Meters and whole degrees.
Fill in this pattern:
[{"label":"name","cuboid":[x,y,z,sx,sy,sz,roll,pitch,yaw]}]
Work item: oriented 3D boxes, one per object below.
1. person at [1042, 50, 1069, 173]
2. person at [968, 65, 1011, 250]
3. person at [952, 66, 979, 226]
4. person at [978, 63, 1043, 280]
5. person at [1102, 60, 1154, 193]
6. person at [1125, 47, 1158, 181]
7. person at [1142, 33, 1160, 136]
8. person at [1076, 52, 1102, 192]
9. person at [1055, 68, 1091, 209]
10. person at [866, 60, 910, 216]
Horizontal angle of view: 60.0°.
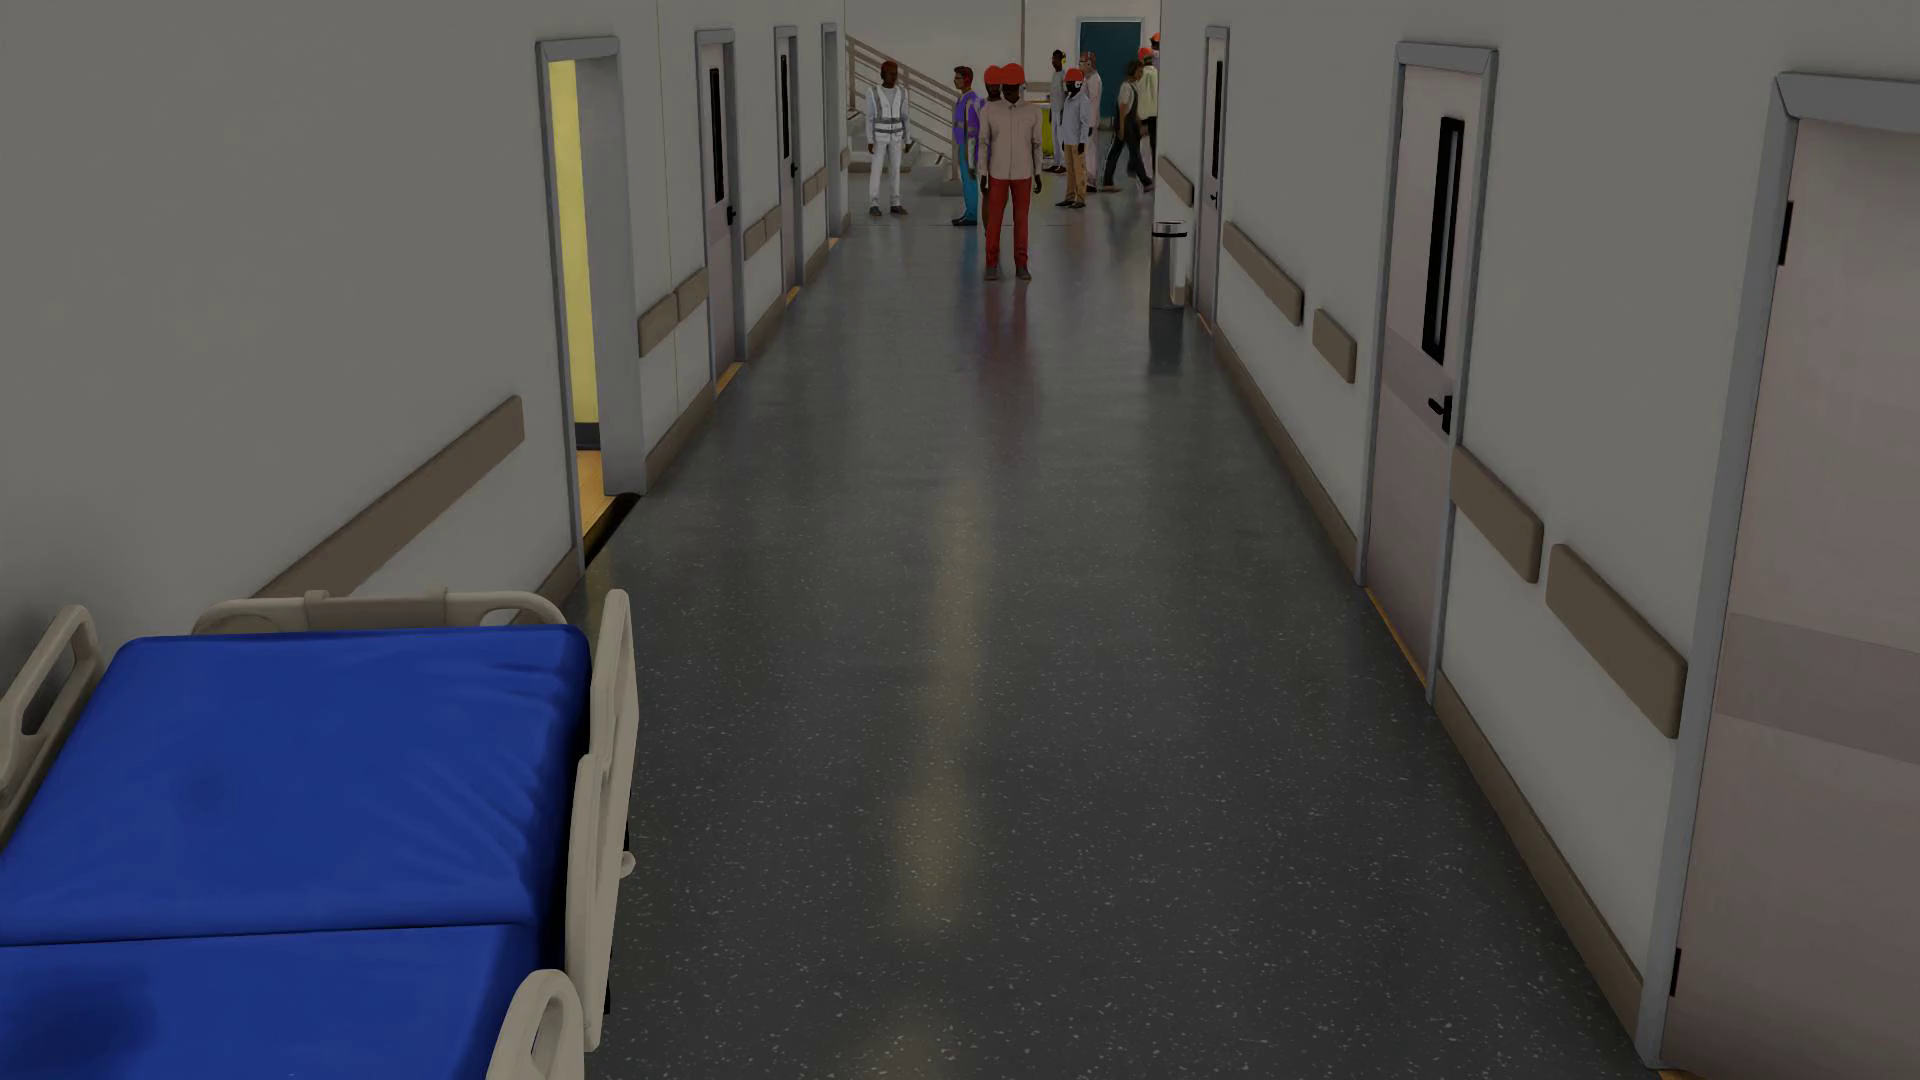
[{"label":"person","cuboid":[1.516,-6.671,25.929,0.316,1.874,0.532,-7,19,-20]},{"label":"person","cuboid":[0.343,-4.032,17.561,0.547,1.919,0.724,-3,18,-8]},{"label":"person","cuboid":[0.102,-4.629,19.580,0.390,1.839,0.561,-2,18,-6]},{"label":"person","cuboid":[0.477,-3.427,15.543,0.613,1.991,0.392,-2,18,-6]},{"label":"person","cuboid":[2.421,-5.700,22.976,0.937,1.797,0.525,2,18,6]},{"label":"person","cuboid":[2.780,-6.353,24.837,0.714,1.917,1.034,-1,18,-3]},{"label":"person","cuboid":[3.946,-9.226,33.719,0.409,2.028,0.615,-11,21,-30]},{"label":"person","cuboid":[1.758,-5.832,23.240,0.407,1.910,0.638,-2,18,-7]},{"label":"person","cuboid":[1.450,-5.133,21.290,0.330,1.751,0.564,-8,19,-24]},{"label":"person","cuboid":[-0.887,-4.941,20.508,0.589,1.874,0.362,-8,20,-25]}]
